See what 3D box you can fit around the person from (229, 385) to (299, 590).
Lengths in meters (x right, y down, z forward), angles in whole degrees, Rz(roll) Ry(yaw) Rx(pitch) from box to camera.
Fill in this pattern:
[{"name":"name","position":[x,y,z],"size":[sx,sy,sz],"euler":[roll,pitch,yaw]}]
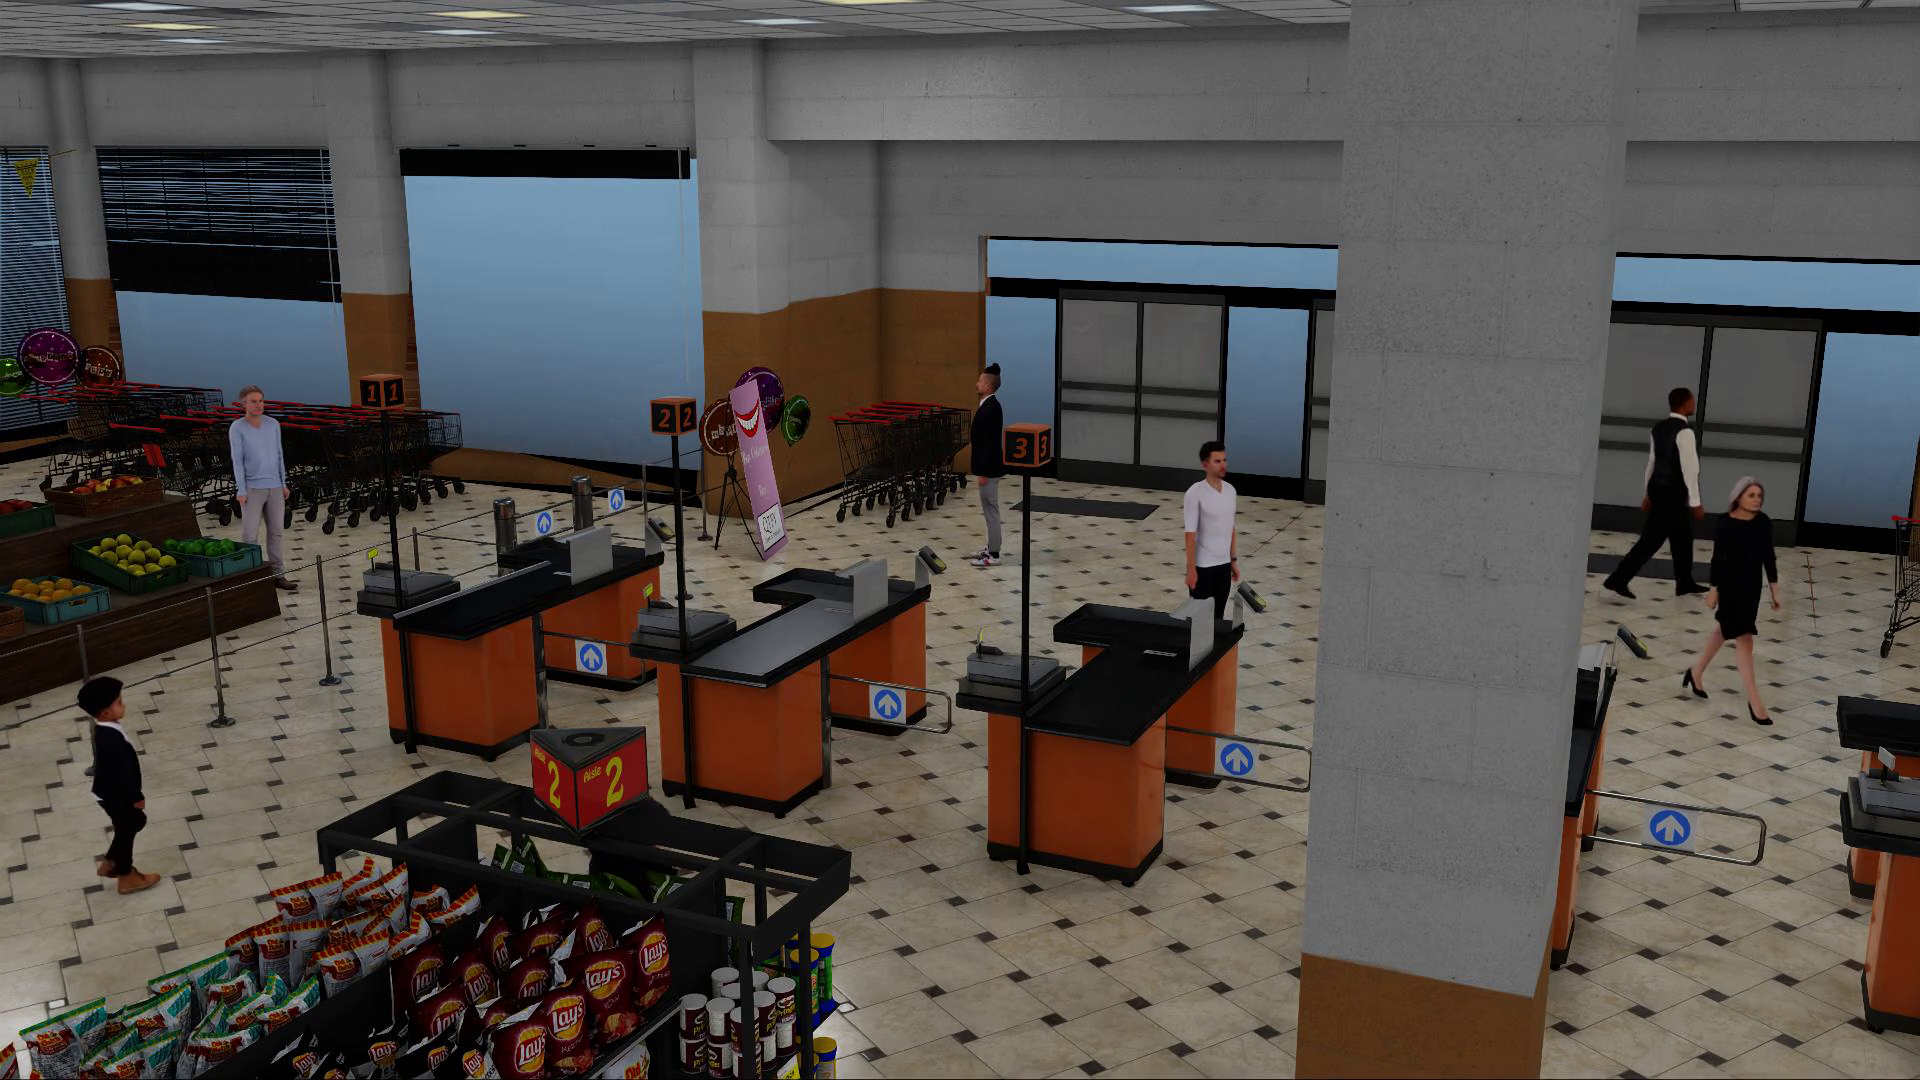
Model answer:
[{"name":"person","position":[-6.304,-0.459,14.973],"size":[0.756,1.894,0.585],"euler":[10,17,35]}]

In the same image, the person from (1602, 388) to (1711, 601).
[{"name":"person","position":[6.136,-0.357,14.597],"size":[1.193,1.874,1.324],"euler":[-1,14,-5]}]

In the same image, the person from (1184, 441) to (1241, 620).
[{"name":"person","position":[1.868,0.171,12.468],"size":[0.678,1.851,0.812],"euler":[-10,17,-36]}]

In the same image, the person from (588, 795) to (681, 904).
[{"name":"person","position":[-1.313,1.767,6.327],"size":[1.036,1.643,1.003],"euler":[-3,14,-13]}]

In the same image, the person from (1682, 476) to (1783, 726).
[{"name":"person","position":[5.488,0.402,11.849],"size":[1.069,1.693,1.159],"euler":[-4,14,-17]}]

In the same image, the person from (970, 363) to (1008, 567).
[{"name":"person","position":[0.283,-0.733,15.984],"size":[0.850,1.950,0.690],"euler":[0,14,2]}]

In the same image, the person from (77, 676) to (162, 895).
[{"name":"person","position":[-4.612,1.340,8.990],"size":[0.644,1.218,0.599],"euler":[-9,16,-34]}]
